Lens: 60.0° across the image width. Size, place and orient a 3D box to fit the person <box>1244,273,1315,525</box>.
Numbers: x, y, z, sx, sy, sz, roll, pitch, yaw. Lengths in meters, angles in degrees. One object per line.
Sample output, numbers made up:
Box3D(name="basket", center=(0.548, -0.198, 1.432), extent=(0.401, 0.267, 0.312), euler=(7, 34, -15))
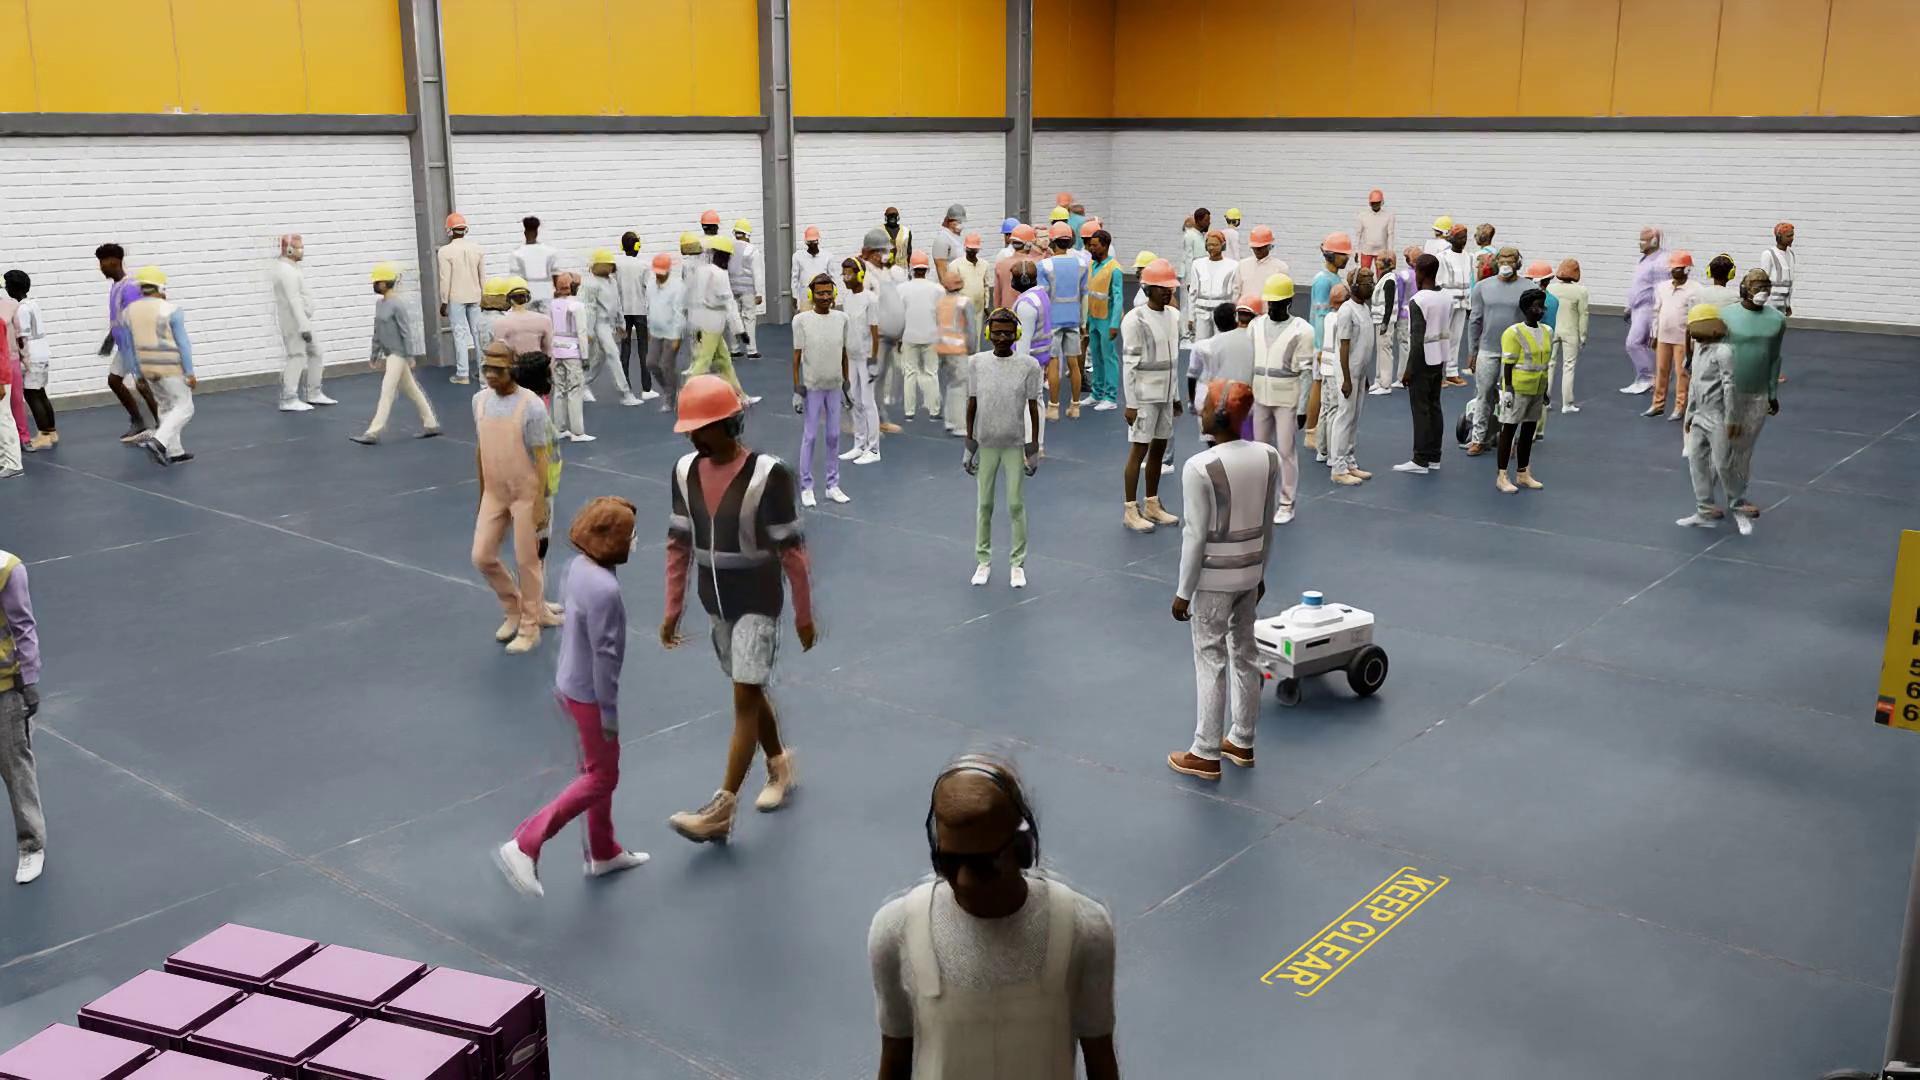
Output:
Box3D(name="person", center=(2.413, -1.078, 12.733), extent=(0.590, 1.918, 0.401), euler=(14, 19, 43))

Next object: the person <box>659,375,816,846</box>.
Box3D(name="person", center=(-1.011, 0.291, 7.107), extent=(0.642, 1.994, 0.926), euler=(9, 16, 31))

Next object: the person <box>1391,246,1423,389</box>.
Box3D(name="person", center=(5.221, -2.569, 19.248), extent=(0.512, 1.642, 0.311), euler=(-6, 15, -23))

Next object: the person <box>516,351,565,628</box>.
Box3D(name="person", center=(-2.571, -0.302, 10.093), extent=(0.319, 1.694, 0.538), euler=(-6, 15, -23))

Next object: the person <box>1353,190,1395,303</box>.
Box3D(name="person", center=(6.728, -4.698, 27.085), extent=(0.636, 1.981, 0.427), euler=(3, 14, 13))

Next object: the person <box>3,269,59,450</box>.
Box3D(name="person", center=(-8.771, -1.706, 15.713), extent=(0.320, 1.685, 0.539), euler=(-4, 15, -16))

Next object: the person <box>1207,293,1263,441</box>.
Box3D(name="person", center=(2.213, -1.061, 13.034), extent=(0.576, 1.736, 0.355), euler=(5, 15, 21))

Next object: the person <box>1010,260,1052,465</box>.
Box3D(name="person", center=(0.599, -1.596, 14.981), extent=(0.429, 1.837, 0.624), euler=(4, 15, 15))

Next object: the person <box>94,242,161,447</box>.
Box3D(name="person", center=(-7.862, -1.853, 15.799), extent=(0.507, 1.929, 0.639), euler=(-10, 17, -35))

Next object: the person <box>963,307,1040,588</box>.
Box3D(name="person", center=(0.271, -0.607, 10.976), extent=(0.508, 1.860, 0.334), euler=(2, 14, 9))

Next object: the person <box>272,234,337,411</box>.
Box3D(name="person", center=(-6.977, -2.317, 17.755), extent=(0.705, 1.877, 0.670), euler=(-6, 15, -22))

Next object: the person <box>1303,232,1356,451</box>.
Box3D(name="person", center=(3.469, -1.855, 15.586), extent=(0.395, 2.038, 0.615), euler=(5, 15, 21))

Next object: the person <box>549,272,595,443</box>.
Box3D(name="person", center=(-3.759, -1.758, 16.035), extent=(0.518, 1.632, 0.317), euler=(11, 18, 38))

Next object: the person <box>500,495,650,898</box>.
Box3D(name="person", center=(-1.537, 0.617, 6.583), extent=(0.570, 1.606, 0.533), euler=(-7, 16, -25))

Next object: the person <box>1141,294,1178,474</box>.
Box3D(name="person", center=(1.749, -1.393, 14.566), extent=(0.273, 1.632, 0.507), euler=(-3, 14, -11))

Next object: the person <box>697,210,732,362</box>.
Box3D(name="person", center=(-3.208, -3.277, 21.479), extent=(0.551, 1.935, 0.371), euler=(12, 18, 40))

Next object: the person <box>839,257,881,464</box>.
Box3D(name="person", center=(-0.910, -1.617, 15.018), extent=(0.338, 1.858, 0.524), euler=(-11, 18, -38))

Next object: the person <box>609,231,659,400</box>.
Box3D(name="person", center=(-3.629, -2.490, 18.485), extent=(0.534, 1.863, 0.321), euler=(2, 14, 6))

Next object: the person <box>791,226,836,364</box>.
Box3D(name="person", center=(-1.868, -3.126, 21.249), extent=(0.572, 1.749, 0.341), euler=(-1, 14, -6))

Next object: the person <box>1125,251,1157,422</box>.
Box3D(name="person", center=(1.877, -2.031, 16.850), extent=(0.316, 1.769, 0.525), euler=(-3, 14, -10))

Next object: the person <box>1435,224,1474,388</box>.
Box3D(name="person", center=(5.740, -2.722, 19.367), extent=(0.584, 1.882, 0.346), euler=(-8, 16, -28))

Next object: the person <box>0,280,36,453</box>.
Box3D(name="person", center=(-8.874, -1.653, 15.353), extent=(0.525, 1.760, 0.340), euler=(-12, 18, -39))

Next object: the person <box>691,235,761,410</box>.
Box3D(name="person", center=(-2.497, -2.243, 17.472), extent=(0.960, 1.863, 0.626), euler=(-7, 16, -25))

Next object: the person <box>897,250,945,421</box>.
Box3D(name="person", center=(-0.399, -2.092, 17.108), extent=(0.560, 1.756, 0.318), euler=(1, 14, 5))

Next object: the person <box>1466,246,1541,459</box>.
Box3D(name="person", center=(4.963, -1.716, 15.238), extent=(0.630, 1.940, 0.371), euler=(6, 15, 22))

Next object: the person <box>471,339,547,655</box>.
Box3D(name="person", center=(-2.580, -0.241, 9.563), extent=(0.517, 1.830, 0.390), euler=(5, 15, 20))

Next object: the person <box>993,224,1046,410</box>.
Box3D(name="person", center=(0.638, -2.312, 17.506), extent=(0.613, 1.995, 0.391), euler=(10, 17, 34))

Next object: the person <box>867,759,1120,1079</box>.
Box3D(name="person", center=(0.074, 1.281, 3.511), extent=(0.520, 1.820, 0.673), euler=(0, 14, 1))

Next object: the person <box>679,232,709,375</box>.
Box3D(name="person", center=(-3.276, -2.895, 20.364), extent=(0.306, 1.736, 0.487), euler=(4, 15, 15))

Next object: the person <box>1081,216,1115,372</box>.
Box3D(name="person", center=(1.640, -3.037, 20.582), extent=(0.407, 1.906, 0.655), euler=(-6, 15, -23))

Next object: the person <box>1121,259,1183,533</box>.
Box3D(name="person", center=(1.474, -1.083, 12.497), extent=(0.382, 2.041, 0.616), euler=(14, 19, 43))

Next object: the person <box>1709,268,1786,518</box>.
Box3D(name="person", center=(6.072, -1.133, 12.911), extent=(0.628, 1.940, 0.373), euler=(-2, 14, -9))

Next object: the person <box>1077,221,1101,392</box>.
Box3D(name="person", center=(1.472, -2.670, 19.048), extent=(0.371, 1.939, 0.543), euler=(1, 14, 4))

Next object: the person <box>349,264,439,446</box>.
Box3D(name="person", center=(-5.466, -1.778, 15.932), extent=(0.923, 1.710, 0.541), euler=(-12, 18, -39))

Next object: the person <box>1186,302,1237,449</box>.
Box3D(name="person", center=(2.062, -1.060, 13.210), extent=(0.528, 1.638, 0.890), euler=(-3, 14, -10))

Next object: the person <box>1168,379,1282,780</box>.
Box3D(name="person", center=(1.226, 0.185, 7.756), extent=(0.576, 1.883, 0.352), euler=(-11, 18, -37))

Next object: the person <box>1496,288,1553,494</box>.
Box3D(name="person", center=(4.704, -1.241, 13.830), extent=(0.535, 1.697, 0.318), euler=(-8, 16, -29))

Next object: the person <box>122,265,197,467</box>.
Box3D(name="person", center=(-7.080, -1.510, 14.684), extent=(0.599, 1.809, 0.610), euler=(4, 15, 15))

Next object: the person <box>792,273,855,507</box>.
Box3D(name="person", center=(-1.095, -1.207, 13.348), extent=(0.534, 1.868, 0.309), euler=(-8, 16, -28))
